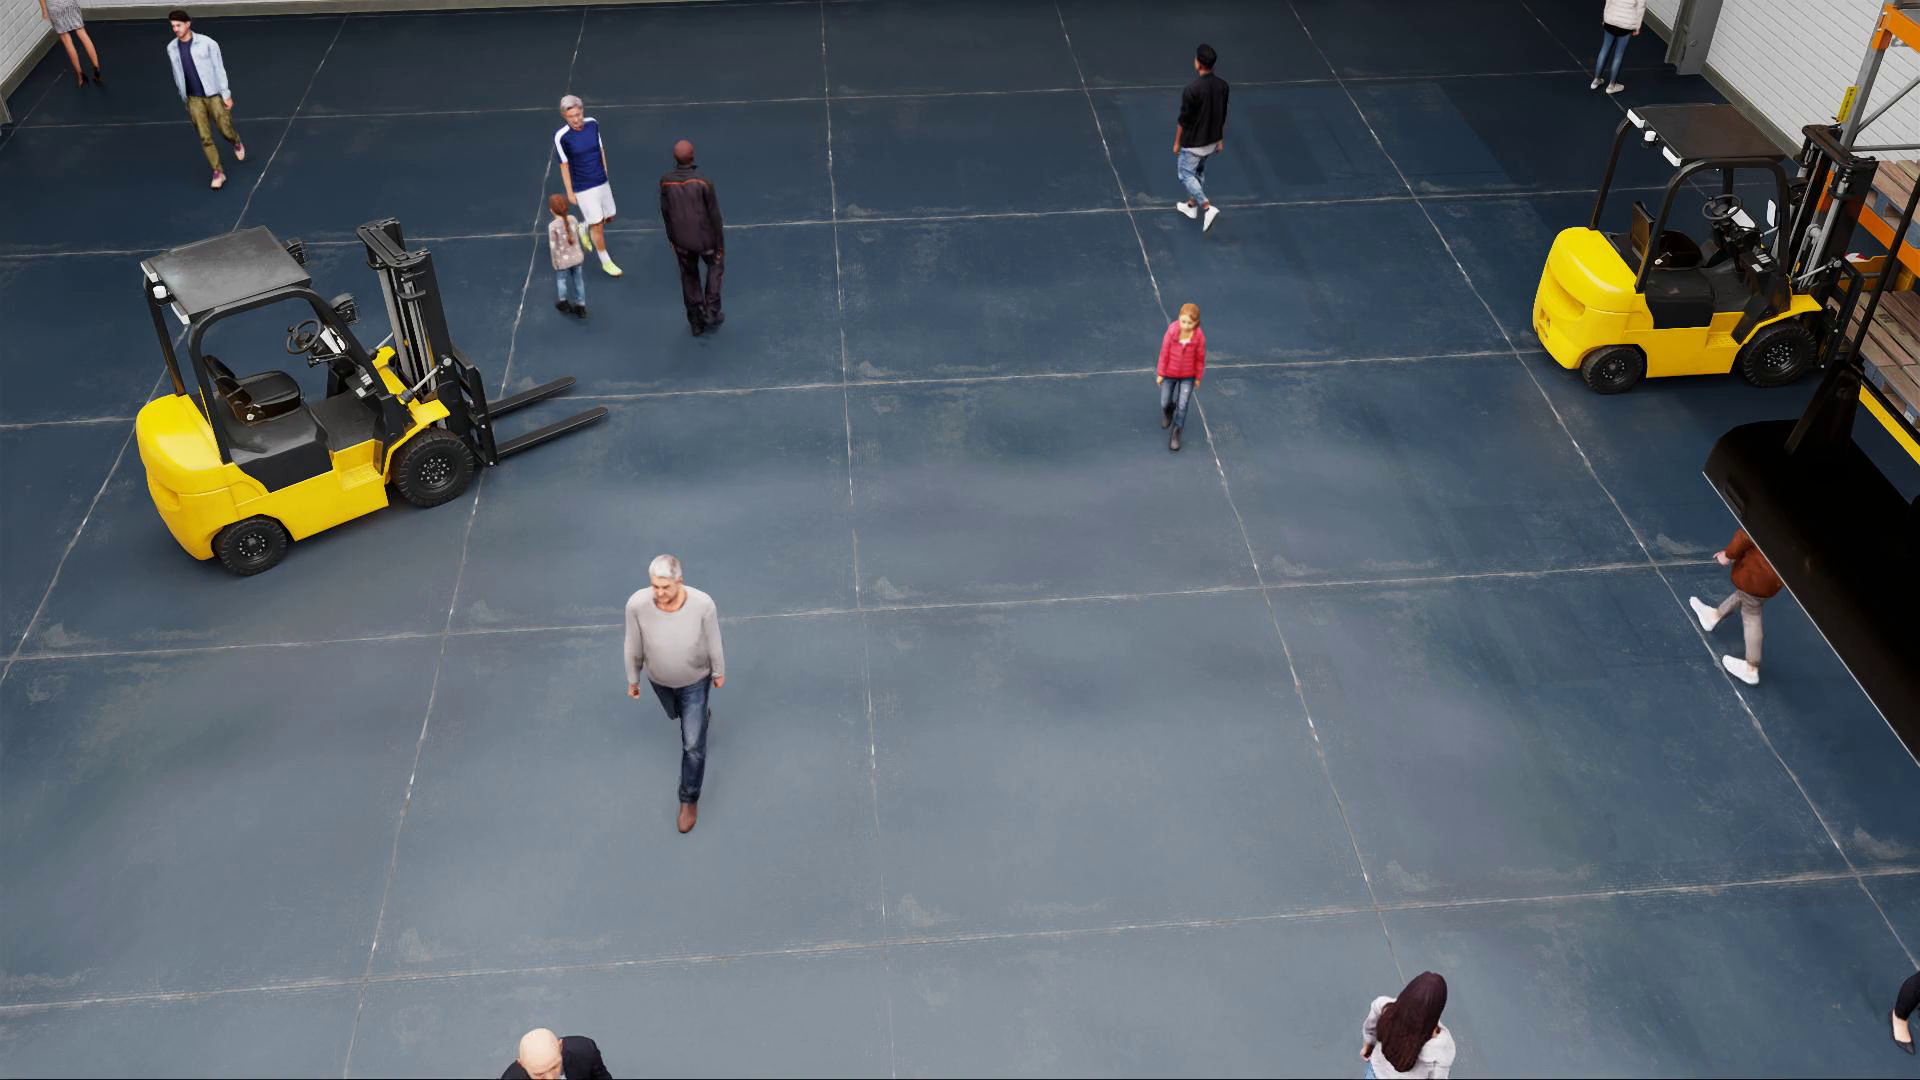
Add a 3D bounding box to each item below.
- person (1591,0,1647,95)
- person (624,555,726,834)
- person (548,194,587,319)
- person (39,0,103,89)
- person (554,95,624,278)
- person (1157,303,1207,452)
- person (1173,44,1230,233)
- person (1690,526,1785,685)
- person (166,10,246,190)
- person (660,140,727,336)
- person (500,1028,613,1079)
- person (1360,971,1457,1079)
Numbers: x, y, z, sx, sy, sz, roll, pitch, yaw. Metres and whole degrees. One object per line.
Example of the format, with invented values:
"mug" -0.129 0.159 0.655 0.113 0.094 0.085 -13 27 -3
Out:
"person" 7.486 -5.886 18.817 0.767 1.638 0.680 -30 47 -32
"person" -1.726 0.783 10.280 0.910 1.869 1.294 4 39 5
"person" -3.502 -2.535 14.982 0.594 1.186 0.661 -25 45 -28
"person" -10.175 -6.039 18.861 0.726 1.822 0.664 28 46 30
"person" -3.507 -3.323 15.473 1.046 1.805 0.980 27 46 29
"person" 1.772 -1.365 13.420 0.615 1.308 0.727 6 39 7
"person" 2.381 -3.873 16.179 0.971 1.785 1.116 -23 44 -26
"person" 5.421 0.210 11.052 0.928 1.802 1.131 -17 42 -20
"person" -7.698 -4.552 17.020 0.683 1.795 0.933 -3 39 -4
"person" -2.347 -2.597 14.559 0.780 1.813 0.745 5 39 6
"person" -1.895 2.748 7.896 0.926 1.774 1.012 -20 43 -24
"person" 2.080 2.719 8.083 1.030 1.585 1.106 26 45 28
